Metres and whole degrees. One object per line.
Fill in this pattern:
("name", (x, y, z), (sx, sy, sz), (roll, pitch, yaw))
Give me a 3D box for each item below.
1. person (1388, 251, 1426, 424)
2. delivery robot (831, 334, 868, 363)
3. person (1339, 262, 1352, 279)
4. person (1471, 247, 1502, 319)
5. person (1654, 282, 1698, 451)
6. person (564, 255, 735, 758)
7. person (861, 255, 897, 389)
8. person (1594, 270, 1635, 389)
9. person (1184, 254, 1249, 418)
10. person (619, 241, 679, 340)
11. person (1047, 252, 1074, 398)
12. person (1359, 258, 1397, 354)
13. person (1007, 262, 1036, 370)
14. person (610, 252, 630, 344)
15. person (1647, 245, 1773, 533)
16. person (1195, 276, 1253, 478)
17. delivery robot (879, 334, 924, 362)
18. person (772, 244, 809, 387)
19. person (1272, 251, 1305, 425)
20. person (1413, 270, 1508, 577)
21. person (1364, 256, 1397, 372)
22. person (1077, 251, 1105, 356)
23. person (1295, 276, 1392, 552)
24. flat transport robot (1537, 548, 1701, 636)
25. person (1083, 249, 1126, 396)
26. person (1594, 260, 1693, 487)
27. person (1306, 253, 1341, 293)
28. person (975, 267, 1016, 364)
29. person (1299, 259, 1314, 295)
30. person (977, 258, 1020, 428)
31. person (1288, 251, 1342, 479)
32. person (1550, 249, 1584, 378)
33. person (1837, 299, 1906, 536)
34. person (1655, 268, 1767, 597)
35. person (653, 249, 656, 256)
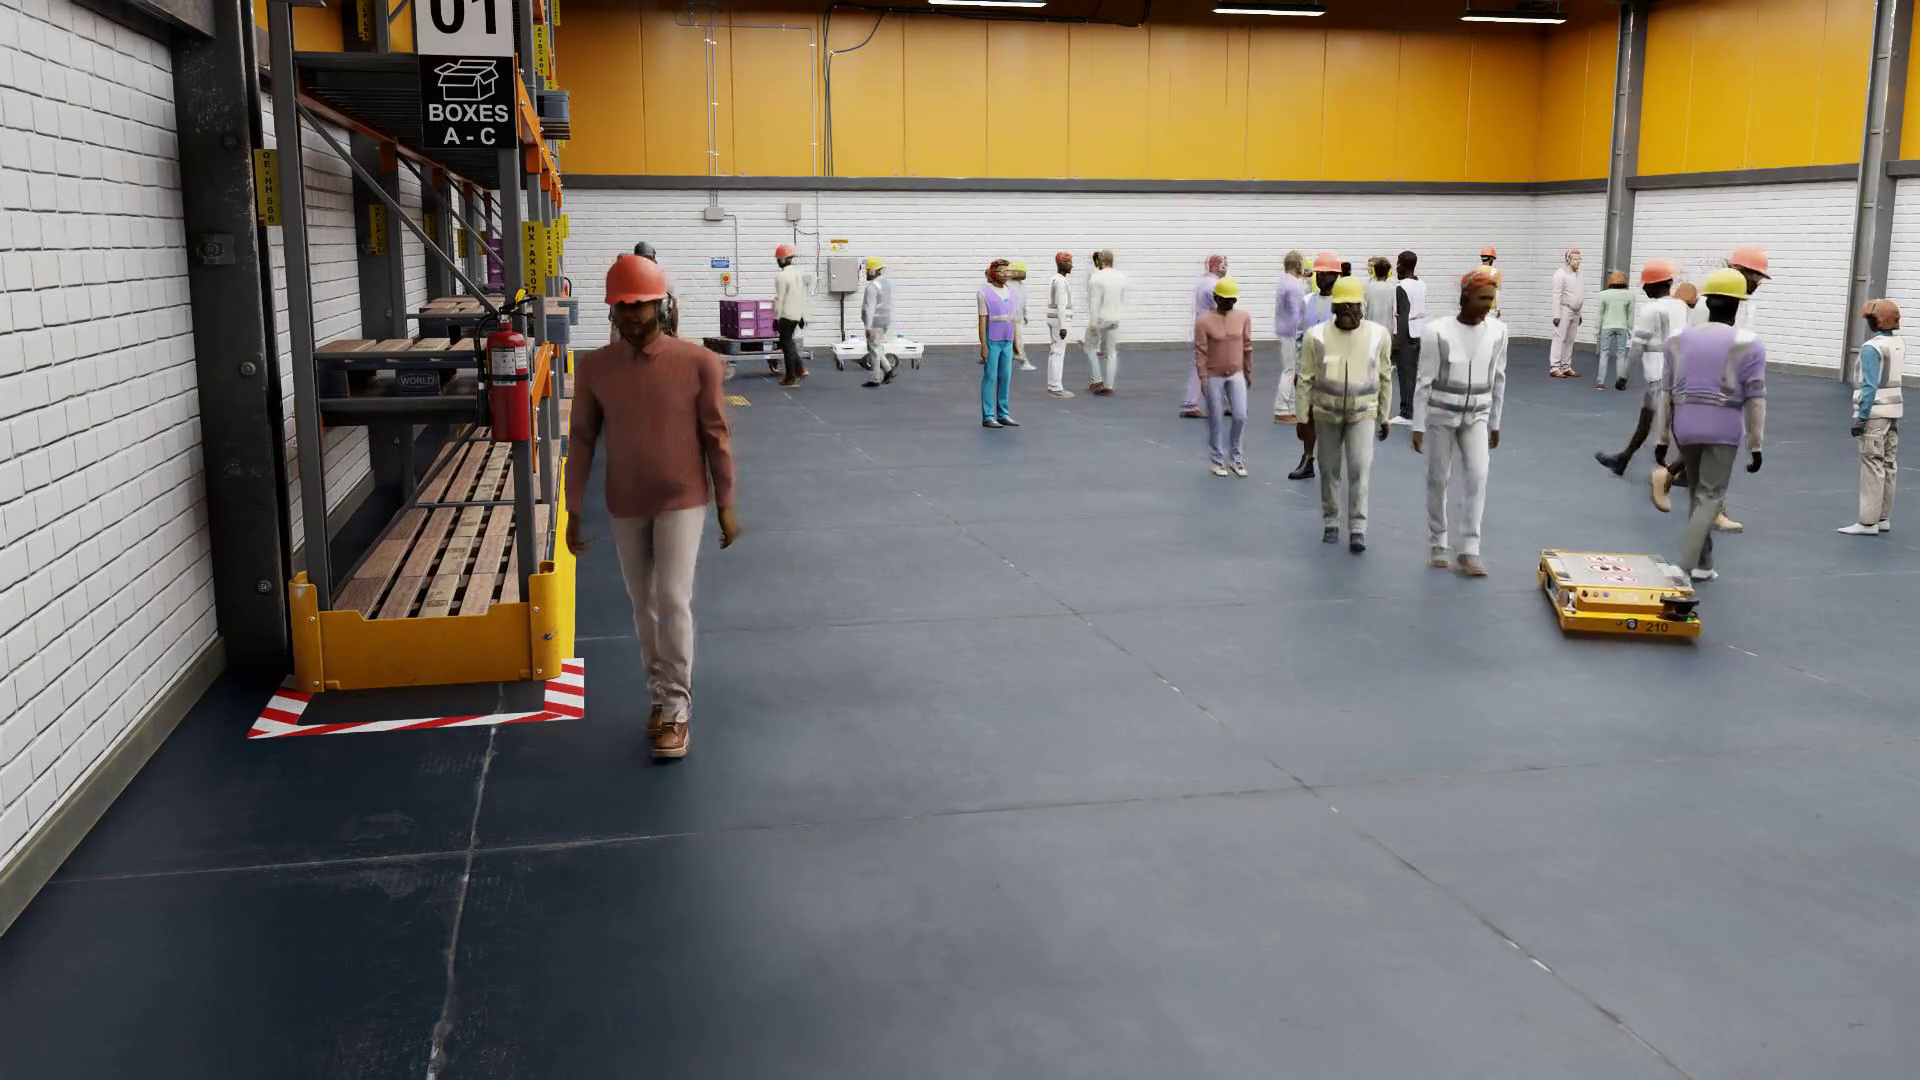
("person", (4.972, -2.236, 18.437), (0.371, 1.916, 0.597), (7, 12, 34))
("delivery robot", (-1.663, -2.990, 26.129), (0.707, 0.478, 0.477), (-2, 10, -12))
("person", (6.551, -3.856, 28.127), (0.812, 1.663, 0.538), (-1, 10, -8))
("person", (8.554, -3.804, 27.098), (0.543, 1.927, 0.375), (8, 13, 36))
("person", (6.892, -1.639, 15.914), (0.502, 1.633, 0.280), (3, 11, 18))
("person", (-1.257, -0.126, 6.590), (0.655, 1.965, 0.790), (1, 10, 7))
("person", (-1.162, -2.979, 22.804), (0.414, 1.821, 0.615), (4, 11, 19))
("person", (8.923, -2.857, 22.690), (0.509, 1.625, 0.284), (2, 10, 11))
("person", (2.983, -2.320, 19.038), (0.894, 1.862, 0.665), (0, 10, 2))
("person", (-3.628, -2.460, 19.338), (0.707, 2.000, 0.536), (-1, 10, -7))
("person", (1.301, -2.781, 21.567), (0.352, 1.876, 0.576), (-1, 10, -3))
("person", (5.033, -2.469, 19.983), (0.541, 1.838, 0.920), (3, 11, 16))
("person", (0.842, -3.553, 26.367), (0.905, 1.695, 0.494), (7, 13, 36))
("person", (-4.941, -3.376, 24.937), (0.640, 1.863, 0.888), (5, 11, 27))
("person", (5.306, -1.069, 11.744), (0.661, 2.000, 0.662), (-6, 12, -29))
("person", (2.268, -1.390, 14.250), (0.549, 1.720, 0.546), (-2, 10, -10))
("delivery robot", (-0.936, -3.006, 26.220), (0.707, 0.478, 0.477), (-3, 11, -18))
("person", (-2.402, -3.098, 23.040), (0.434, 1.976, 0.635), (4, 11, 21))
("person", (3.726, -2.234, 18.500), (0.529, 1.903, 0.729), (0, 10, 2))
("person", (3.058, -0.709, 10.146), (0.589, 1.843, 0.787), (0, 10, -1))
("person", (6.419, -3.452, 25.554), (0.998, 1.790, 0.514), (-2, 11, -13))
("person", (2.345, -4.111, 29.019), (0.531, 1.857, 0.514), (-2, 10, -10))
("person", (2.515, -0.821, 10.936), (0.624, 1.790, 0.875), (3, 11, 14))
("flat transport robot", (3.590, 0.264, 9.145), (0.652, 0.197, 1.431), (2, 11, 13))
("person", (1.881, -2.857, 21.868), (0.642, 1.918, 0.541), (-8, 13, -38))
("person", (5.838, -1.402, 13.957), (0.547, 1.864, 1.059), (-7, 13, -35))
("person", (5.753, -3.629, 26.388), (0.620, 1.838, 0.430), (5, 11, 25))
("person", (0.608, -3.648, 27.115), (0.698, 1.608, 0.502), (2, 10, 11))
("person", (5.331, -3.434, 25.550), (0.570, 1.751, 0.534), (2, 10, 11))
("person", (0.402, -2.142, 18.149), (0.567, 1.839, 0.385), (-10, 14, -44))
("person", (3.067, -1.459, 14.062), (0.545, 1.942, 0.351), (8, 13, 39))
("person", (9.053, -3.363, 24.740), (0.636, 1.900, 0.403), (-8, 13, -38))
("person", (6.330, -0.842, 11.493), (0.514, 1.636, 0.315), (-8, 13, -39))
("person", (4.316, -0.619, 9.625), (0.953, 1.891, 0.589), (-8, 13, -39))
("person", (-4.801, -3.464, 25.189), (0.637, 1.940, 0.844), (7, 13, 35))
